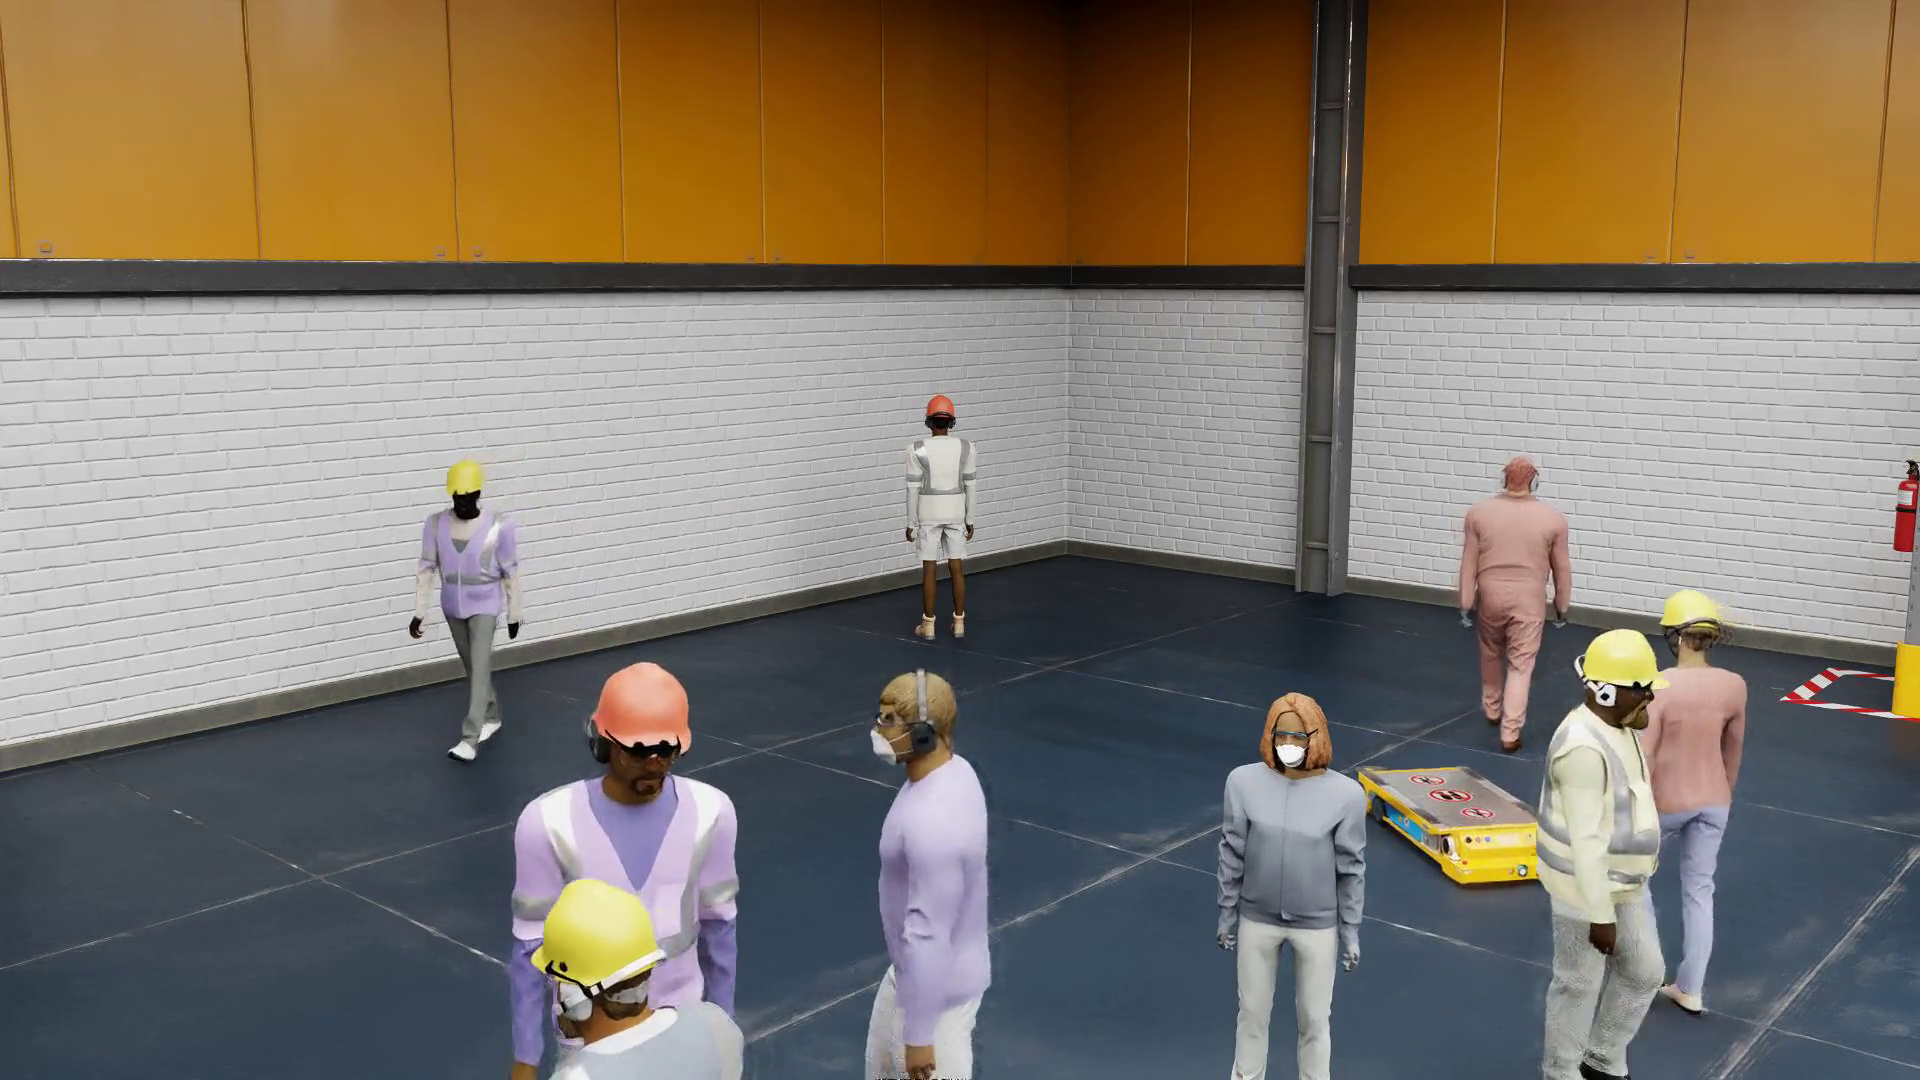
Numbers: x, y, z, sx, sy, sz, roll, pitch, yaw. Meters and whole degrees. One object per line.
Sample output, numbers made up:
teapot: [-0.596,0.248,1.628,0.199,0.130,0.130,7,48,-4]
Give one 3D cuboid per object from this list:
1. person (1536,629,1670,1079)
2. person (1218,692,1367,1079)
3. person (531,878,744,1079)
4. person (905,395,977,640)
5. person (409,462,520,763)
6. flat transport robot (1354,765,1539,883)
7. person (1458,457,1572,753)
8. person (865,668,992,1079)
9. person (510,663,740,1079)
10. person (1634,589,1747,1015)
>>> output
person: [2.314,1.207,5.855,0.539,1.811,0.607,6,11,34]
person: [1.127,1.320,5.700,0.499,1.634,0.280,3,10,18]
person: [-0.640,1.589,3.466,0.754,1.805,0.597,7,11,38]
person: [-0.168,-0.187,13.887,0.609,2.043,0.376,-3,9,-16]
person: [-3.115,0.437,10.511,0.608,1.871,1.005,2,9,10]
flat transport robot: [2.671,1.487,8.921,0.652,0.197,1.431,-2,9,-9]
person: [3.626,0.389,10.846,0.678,1.855,0.976,4,10,25]
person: [-0.013,1.312,4.897,0.857,1.913,0.643,0,9,0]
person: [-0.928,1.304,4.600,0.647,2.023,0.595,-4,10,-23]
person: [2.959,1.071,6.894,0.554,1.744,0.498,-2,9,-11]
